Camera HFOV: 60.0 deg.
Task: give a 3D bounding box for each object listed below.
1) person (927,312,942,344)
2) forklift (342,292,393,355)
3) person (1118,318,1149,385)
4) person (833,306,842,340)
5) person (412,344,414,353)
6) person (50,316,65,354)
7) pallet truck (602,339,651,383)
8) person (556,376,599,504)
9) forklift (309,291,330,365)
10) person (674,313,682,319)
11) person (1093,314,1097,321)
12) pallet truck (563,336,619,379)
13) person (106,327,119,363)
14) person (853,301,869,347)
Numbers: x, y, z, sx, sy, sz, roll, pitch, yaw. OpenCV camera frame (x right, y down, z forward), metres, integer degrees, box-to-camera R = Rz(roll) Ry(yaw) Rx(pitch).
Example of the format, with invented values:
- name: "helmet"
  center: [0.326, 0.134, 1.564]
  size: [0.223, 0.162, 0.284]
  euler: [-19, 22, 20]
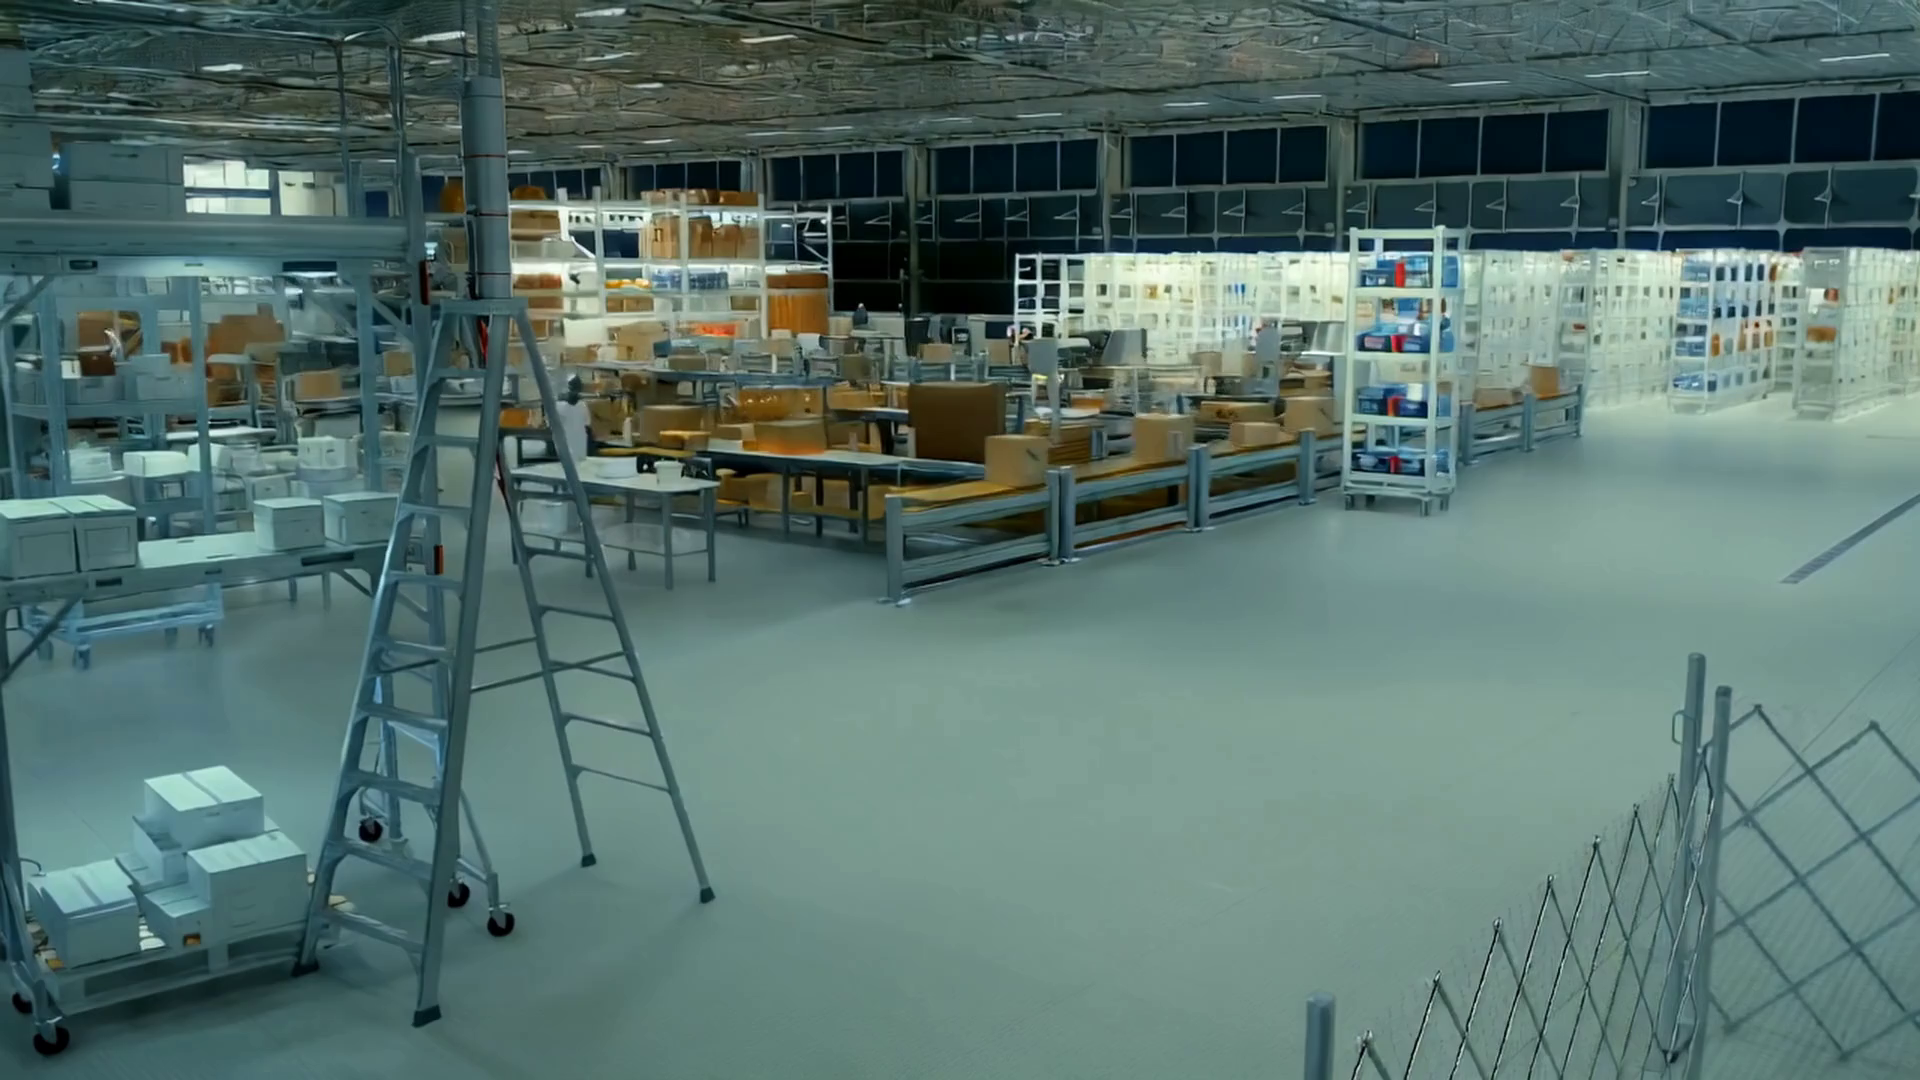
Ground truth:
- name: "person"
  center: [-0.864, -6.837, 56.229]
  size: [0.560, 1.744, 0.338]
  euler: [-6, 11, -34]
- name: "forklift"
  center: [-16.485, -5.622, 45.120]
  size: [1.129, 2.768, 1.873]
  euler: [7, 11, 37]
- name: "person"
  center: [4.629, -4.907, 43.789]
  size: [0.952, 1.860, 0.678]
  euler: [7, 12, 38]
- name: "person"
  center: [-5.117, -8.897, 69.249]
  size: [0.914, 1.696, 0.495]
  euler: [6, 11, 35]
- name: "person"
  center: [-13.840, -4.761, 42.764]
  size: [0.959, 1.900, 0.654]
  euler: [-1, 9, -9]
- name: "person"
  center: [-30.087, -6.741, 55.289]
  size: [1.037, 1.847, 0.657]
  euler: [-8, 12, -42]
- name: "pallet truck"
  center: [-8.991, -4.871, 45.351]
  size: [0.653, 1.274, 1.630]
  euler: [7, 11, 37]
- name: "person"
  center: [-4.426, -0.978, 19.334]
  size: [0.406, 1.849, 0.577]
  euler: [6, 11, 33]
- name: "forklift"
  center: [-17.917, -5.887, 46.771]
  size: [1.129, 2.768, 1.873]
  euler: [7, 11, 37]
- name: "person"
  center: [-8.789, -6.226, 52.209]
  size: [0.591, 1.812, 0.605]
  euler: [9, 13, 43]
- name: "person"
  center: [4.227, -6.180, 51.855]
  size: [0.457, 1.828, 0.595]
  euler: [4, 10, 23]
- name: "pallet truck"
  center: [-10.690, -5.294, 48.215]
  size: [1.601, 1.201, 0.680]
  euler: [-5, 10, -26]
- name: "person"
  center: [-22.077, -4.703, 43.204]
  size: [0.864, 1.659, 0.543]
  euler: [-4, 10, -22]
- name: "person"
  center: [-4.097, -8.980, 69.182]
  size: [0.670, 1.880, 0.772]
  euler: [2, 9, 11]
